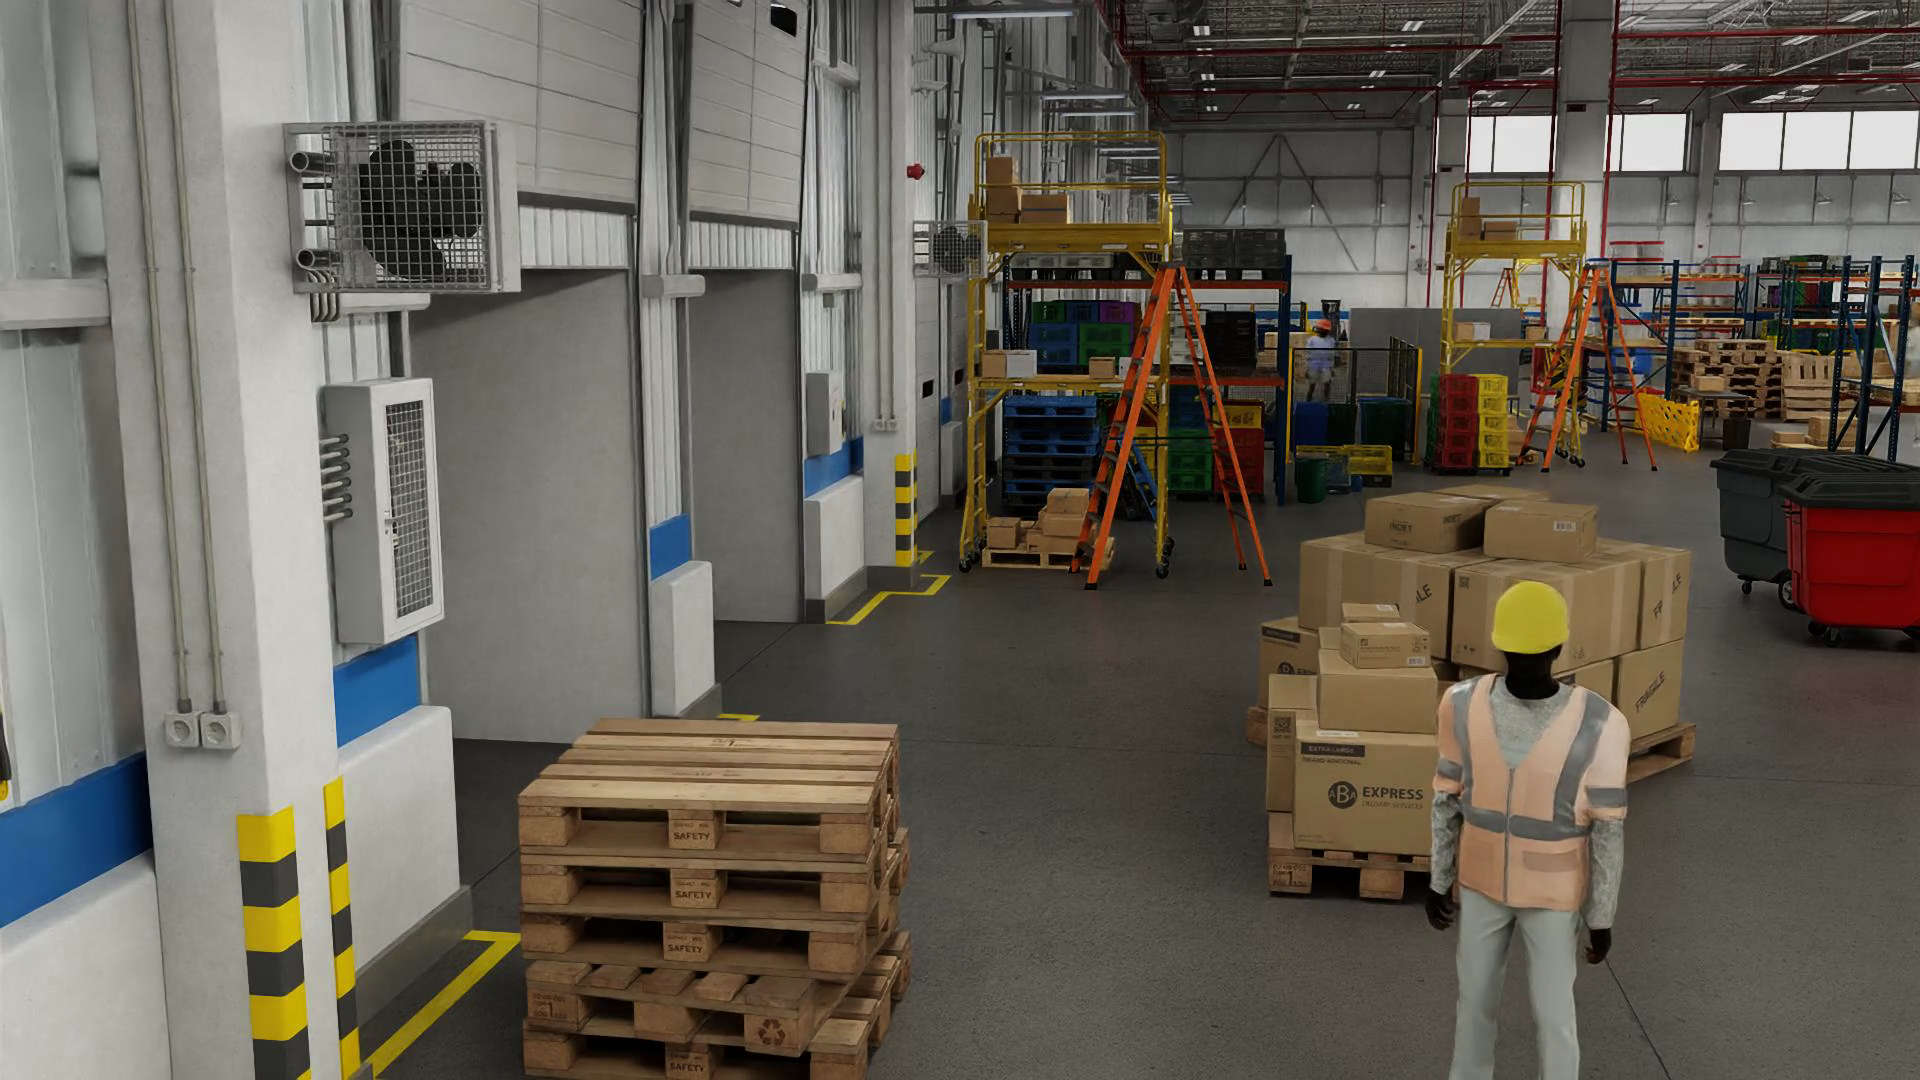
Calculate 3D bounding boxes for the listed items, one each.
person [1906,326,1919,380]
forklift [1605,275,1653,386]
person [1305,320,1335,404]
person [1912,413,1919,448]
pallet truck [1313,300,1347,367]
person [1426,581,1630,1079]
[{"bbox_3d":[20.768,-3.930,35.986,0.637,1.920,0.829,0,9,2],"label":"person"},{"bbox_3d":[16.151,-5.250,41.142,1.873,2.768,1.129,3,10,17],"label":"forklift"},{"bbox_3d":[7.039,-3.329,32.342,0.606,1.886,0.865,-1,9,-8],"label":"person"},{"bbox_3d":[15.620,-2.341,26.740,0.346,1.736,0.484,9,13,43],"label":"person"},{"bbox_3d":[11.159,-6.200,49.718,0.823,1.965,1.885,4,10,26],"label":"pallet truck"},{"bbox_3d":[1.735,1.066,5.162,0.589,1.918,0.396,7,12,37],"label":"person"}]
